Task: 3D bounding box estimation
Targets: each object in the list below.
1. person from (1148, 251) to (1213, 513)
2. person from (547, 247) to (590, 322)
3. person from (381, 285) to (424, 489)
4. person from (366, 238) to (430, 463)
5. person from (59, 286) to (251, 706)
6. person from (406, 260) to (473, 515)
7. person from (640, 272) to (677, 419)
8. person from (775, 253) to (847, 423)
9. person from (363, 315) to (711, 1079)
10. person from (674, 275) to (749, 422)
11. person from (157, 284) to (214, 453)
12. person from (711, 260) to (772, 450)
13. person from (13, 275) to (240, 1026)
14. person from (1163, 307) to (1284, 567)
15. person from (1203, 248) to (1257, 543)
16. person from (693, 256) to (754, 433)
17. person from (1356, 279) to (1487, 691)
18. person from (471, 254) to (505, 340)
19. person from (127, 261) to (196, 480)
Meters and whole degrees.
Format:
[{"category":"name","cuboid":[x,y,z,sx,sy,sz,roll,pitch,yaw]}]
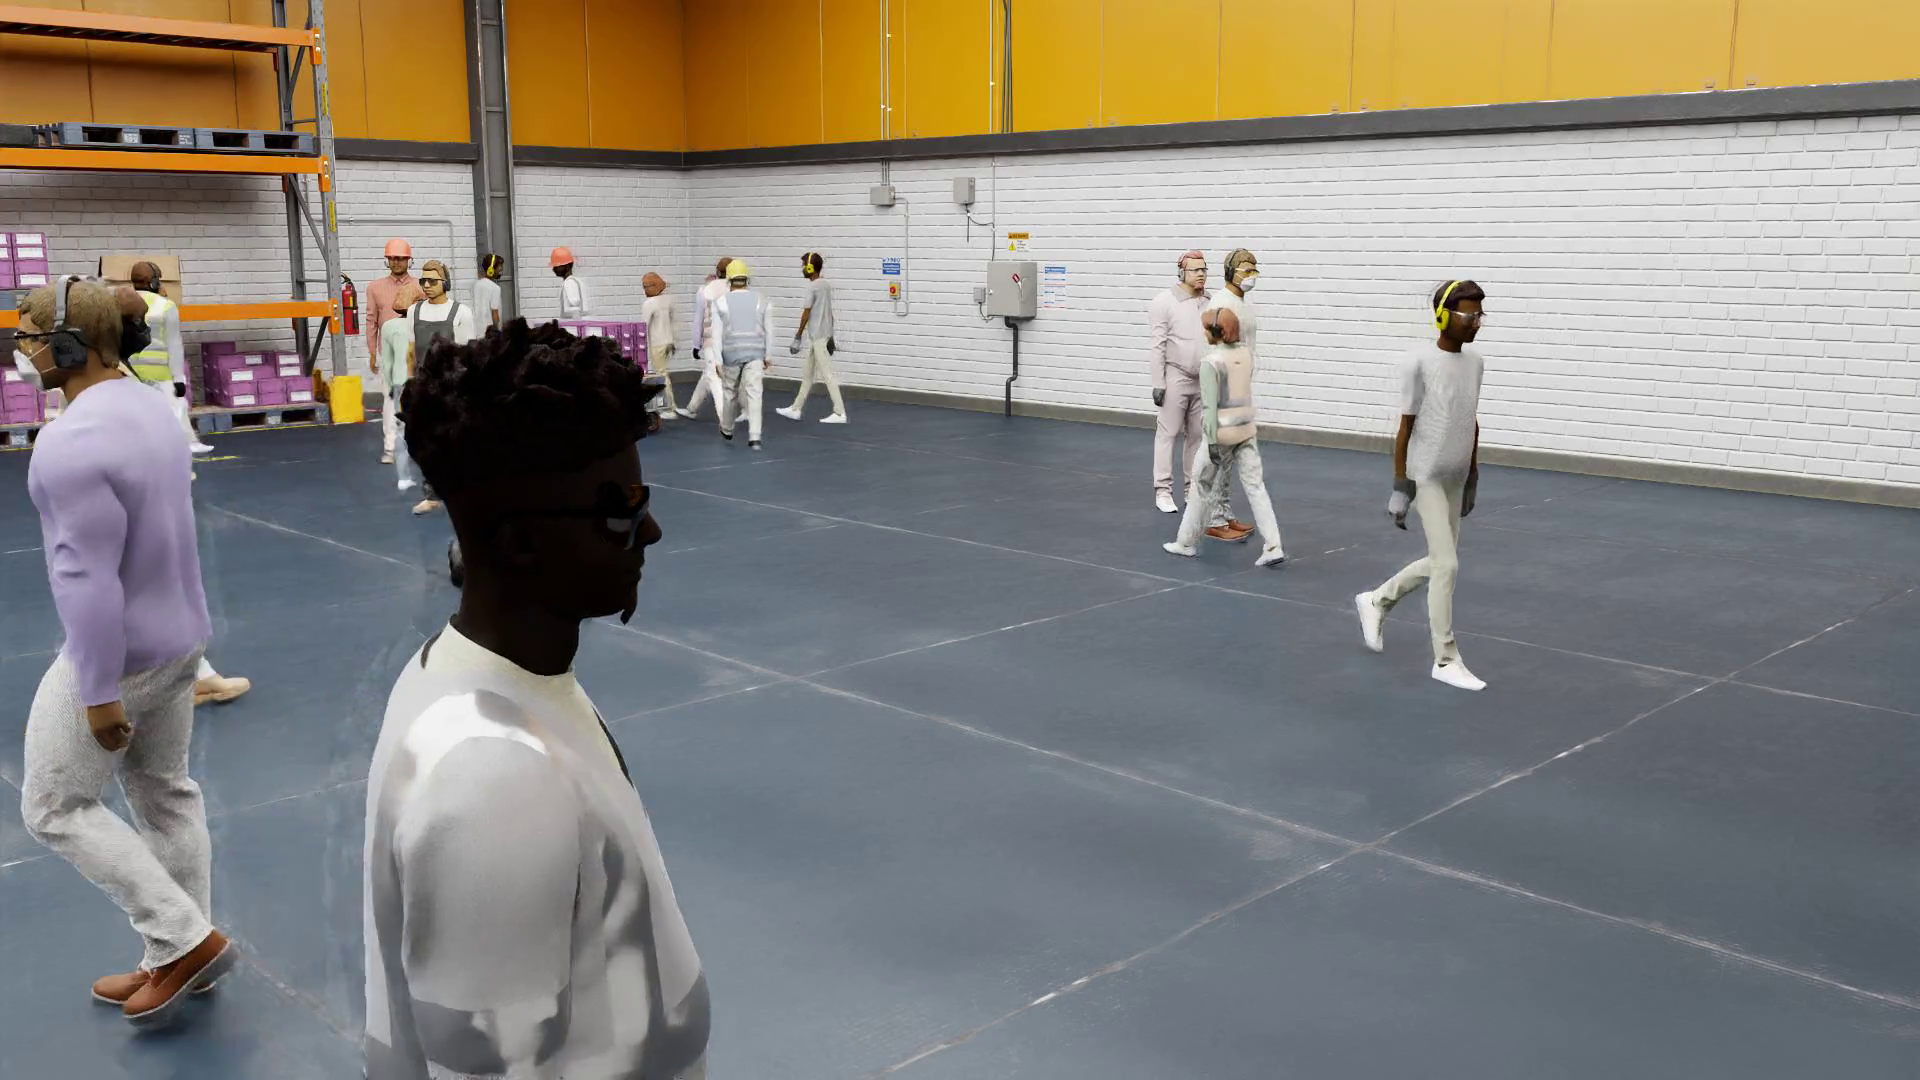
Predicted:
[{"category":"person","cuboid":[1.686,-1.159,12.228,0.636,1.911,0.406,-6,12,-28]},{"category":"person","cuboid":[-4.360,-2.268,18.340,0.959,1.876,0.596,0,10,-2]},{"category":"person","cuboid":[-4.346,-1.208,13.241,0.507,1.633,0.278,3,11,16]},{"category":"person","cuboid":[-4.967,-1.680,14.822,0.612,1.997,0.375,-2,11,-12]},{"category":"person","cuboid":[-3.357,-0.131,6.879,0.833,1.809,0.623,-5,11,-24]},{"category":"person","cuboid":[-3.762,-1.095,12.051,0.508,1.846,0.345,1,10,5]},{"category":"person","cuboid":[-3.354,-2.130,18.299,0.502,1.617,0.522,4,11,23]},{"category":"person","cuboid":[-1.637,-2.172,17.967,0.919,1.825,0.533,2,11,13]},{"category":"person","cuboid":[-0.536,0.727,1.844,0.725,1.945,0.611,-3,11,-14]},{"category":"person","cuboid":[-2.641,-2.064,18.024,0.888,1.591,0.504,2,11,11]},{"category":"person","cuboid":[-7.373,-1.553,15.241,0.508,1.593,0.864,8,13,36]},{"category":"person","cuboid":[-2.085,-1.764,15.877,0.597,1.782,0.945,-3,11,-15]},{"category":"person","cuboid":[-2.143,0.299,4.232,0.431,1.925,0.640,0,10,-2]},{"category":"person","cuboid":[1.660,-0.633,10.231,0.516,1.588,0.888,-8,13,-38]},{"category":"person","cuboid":[1.803,-0.963,11.083,0.379,1.937,0.629,4,11,22]},{"category":"person","cuboid":[-2.390,-1.989,17.042,0.655,1.815,0.847,-3,11,-18]},{"category":"person","cuboid":[2.151,-0.278,7.653,0.522,1.837,0.809,-7,12,-32]},{"category":"person","cuboid":[-5.203,-2.244,18.467,0.509,1.832,0.884,5,12,26]},{"category":"person","cuboid":[-6.547,-1.326,13.381,0.631,1.821,0.725,2,11,11]}]
